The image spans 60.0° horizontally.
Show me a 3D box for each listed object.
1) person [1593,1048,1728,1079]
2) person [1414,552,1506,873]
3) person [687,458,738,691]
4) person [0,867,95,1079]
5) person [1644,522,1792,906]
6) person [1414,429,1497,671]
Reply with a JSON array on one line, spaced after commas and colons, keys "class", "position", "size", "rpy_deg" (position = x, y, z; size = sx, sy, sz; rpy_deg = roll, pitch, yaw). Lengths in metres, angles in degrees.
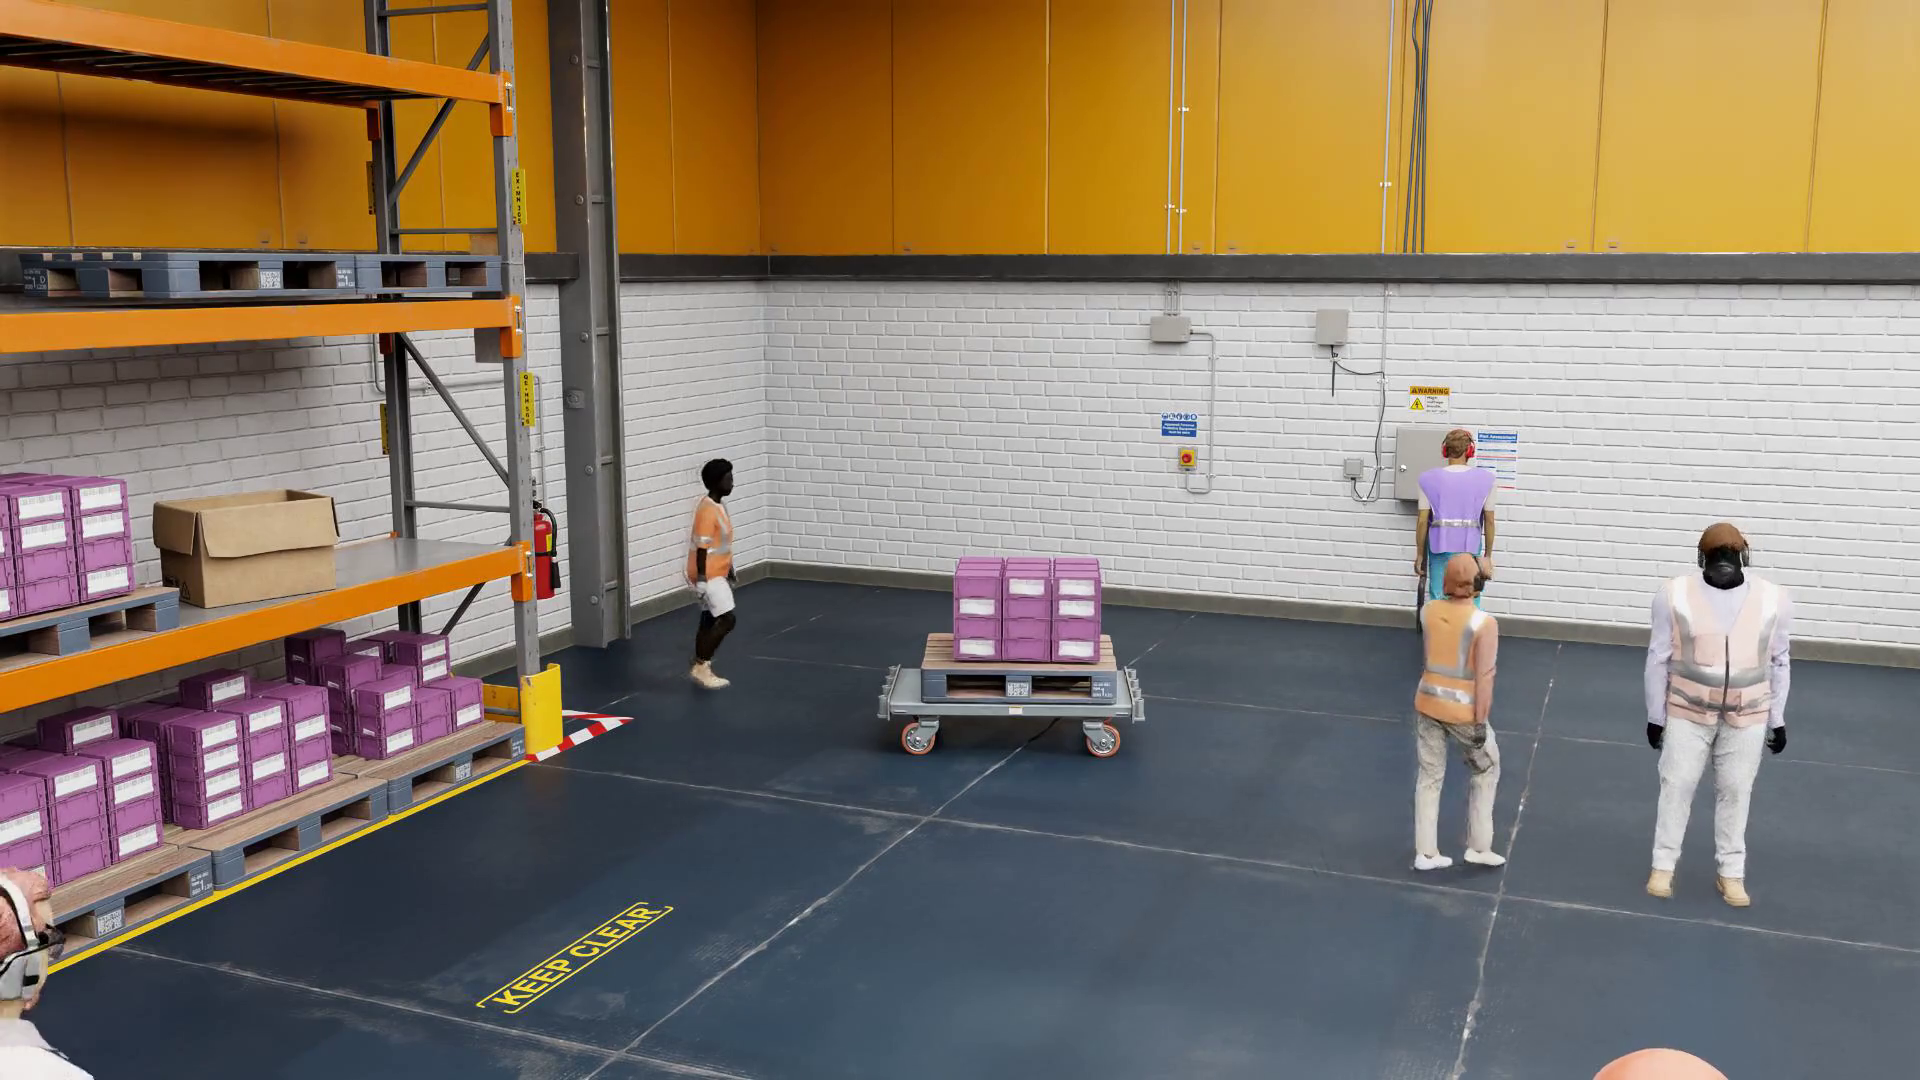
[{"class": "person", "position": [0.931, 1.666, 2.322], "size": [0.611, 1.996, 0.378], "rpy_deg": [2, 10, 11]}, {"class": "person", "position": [2.523, 0.863, 8.337], "size": [0.597, 1.617, 0.513], "rpy_deg": [-6, 11, -33]}, {"class": "person", "position": [-1.759, 0.253, 11.827], "size": [0.370, 1.680, 0.550], "rpy_deg": [0, 9, -2]}, {"class": "person", "position": [-1.904, 1.575, 3.211], "size": [0.656, 1.883, 0.577], "rpy_deg": [2, 10, 12]}, {"class": "person", "position": [3.593, 0.827, 7.925], "size": [0.645, 1.832, 0.429], "rpy_deg": [3, 10, 16]}, {"class": "person", "position": [3.632, 0.110, 12.235], "size": [0.565, 1.837, 0.396], "rpy_deg": [2, 10, 12]}]
